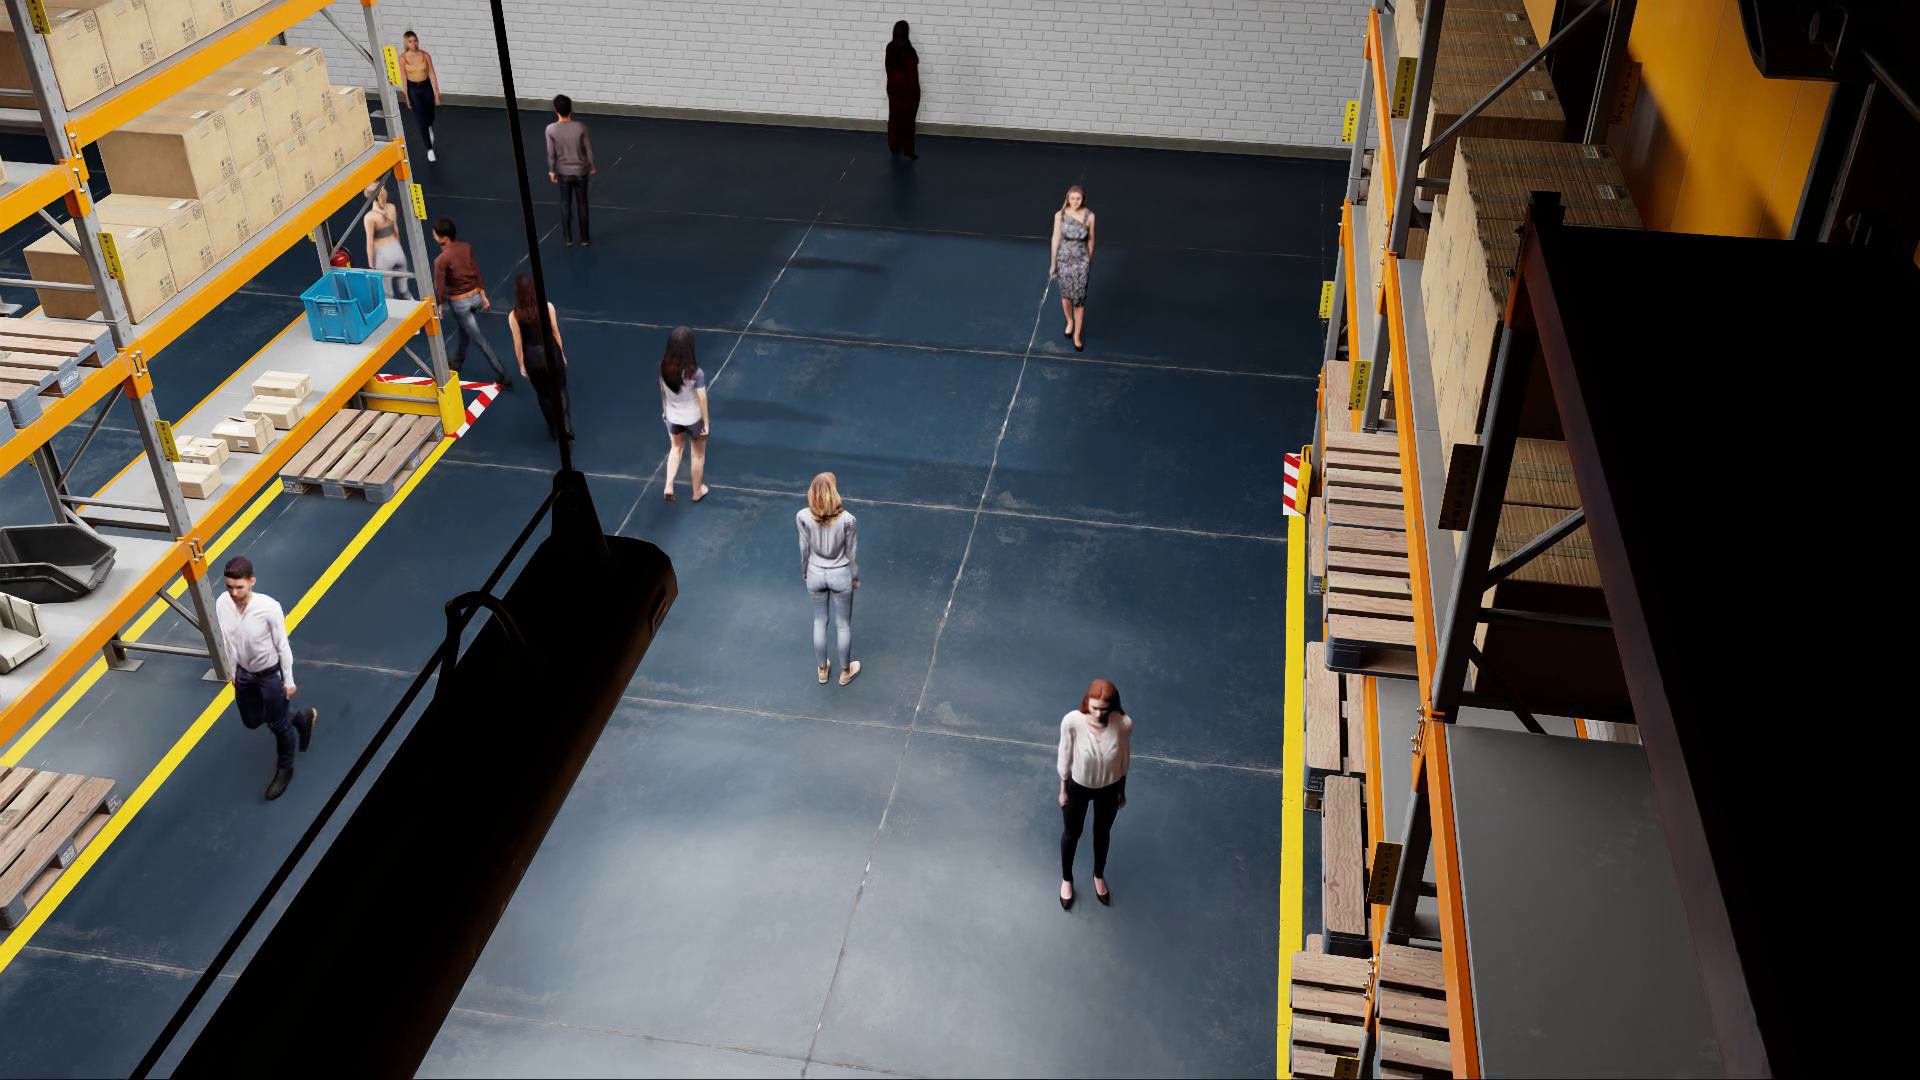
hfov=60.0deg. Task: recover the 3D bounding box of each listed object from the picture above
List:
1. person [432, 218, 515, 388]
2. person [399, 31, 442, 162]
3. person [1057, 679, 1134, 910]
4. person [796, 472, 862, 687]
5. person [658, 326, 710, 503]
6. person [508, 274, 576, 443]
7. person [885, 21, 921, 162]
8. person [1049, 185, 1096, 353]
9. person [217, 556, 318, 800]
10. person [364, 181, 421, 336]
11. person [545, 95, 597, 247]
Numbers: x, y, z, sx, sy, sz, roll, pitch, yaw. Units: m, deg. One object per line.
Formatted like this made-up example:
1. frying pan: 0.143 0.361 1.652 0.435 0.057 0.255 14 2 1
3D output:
1. person: -4.685 -2.212 15.980 0.995 1.690 1.197 18 38 25
2. person: -6.935 -5.746 21.373 0.963 1.605 1.141 -14 36 -20
3. person: 0.815 1.546 10.261 0.639 1.762 0.585 -3 34 -4
4. person: -0.947 0.283 12.130 0.580 1.796 0.491 6 34 9
5. person: -2.386 -1.016 14.176 0.696 1.695 0.821 12 36 18
6. person: -3.763 -1.579 15.043 0.850 1.673 0.947 -12 35 -17
7. person: -0.738 -5.742 21.231 0.775 1.756 0.800 27 42 34
8. person: 1.149 -2.837 16.931 0.569 1.679 0.804 7 34 10
9. person: -4.662 0.837 11.246 0.684 1.853 0.912 8 34 12
10. person: -5.789 -2.855 16.933 0.720 1.706 0.629 21 39 29
11. person: -4.387 -4.152 18.832 0.715 1.763 0.750 5 34 7
